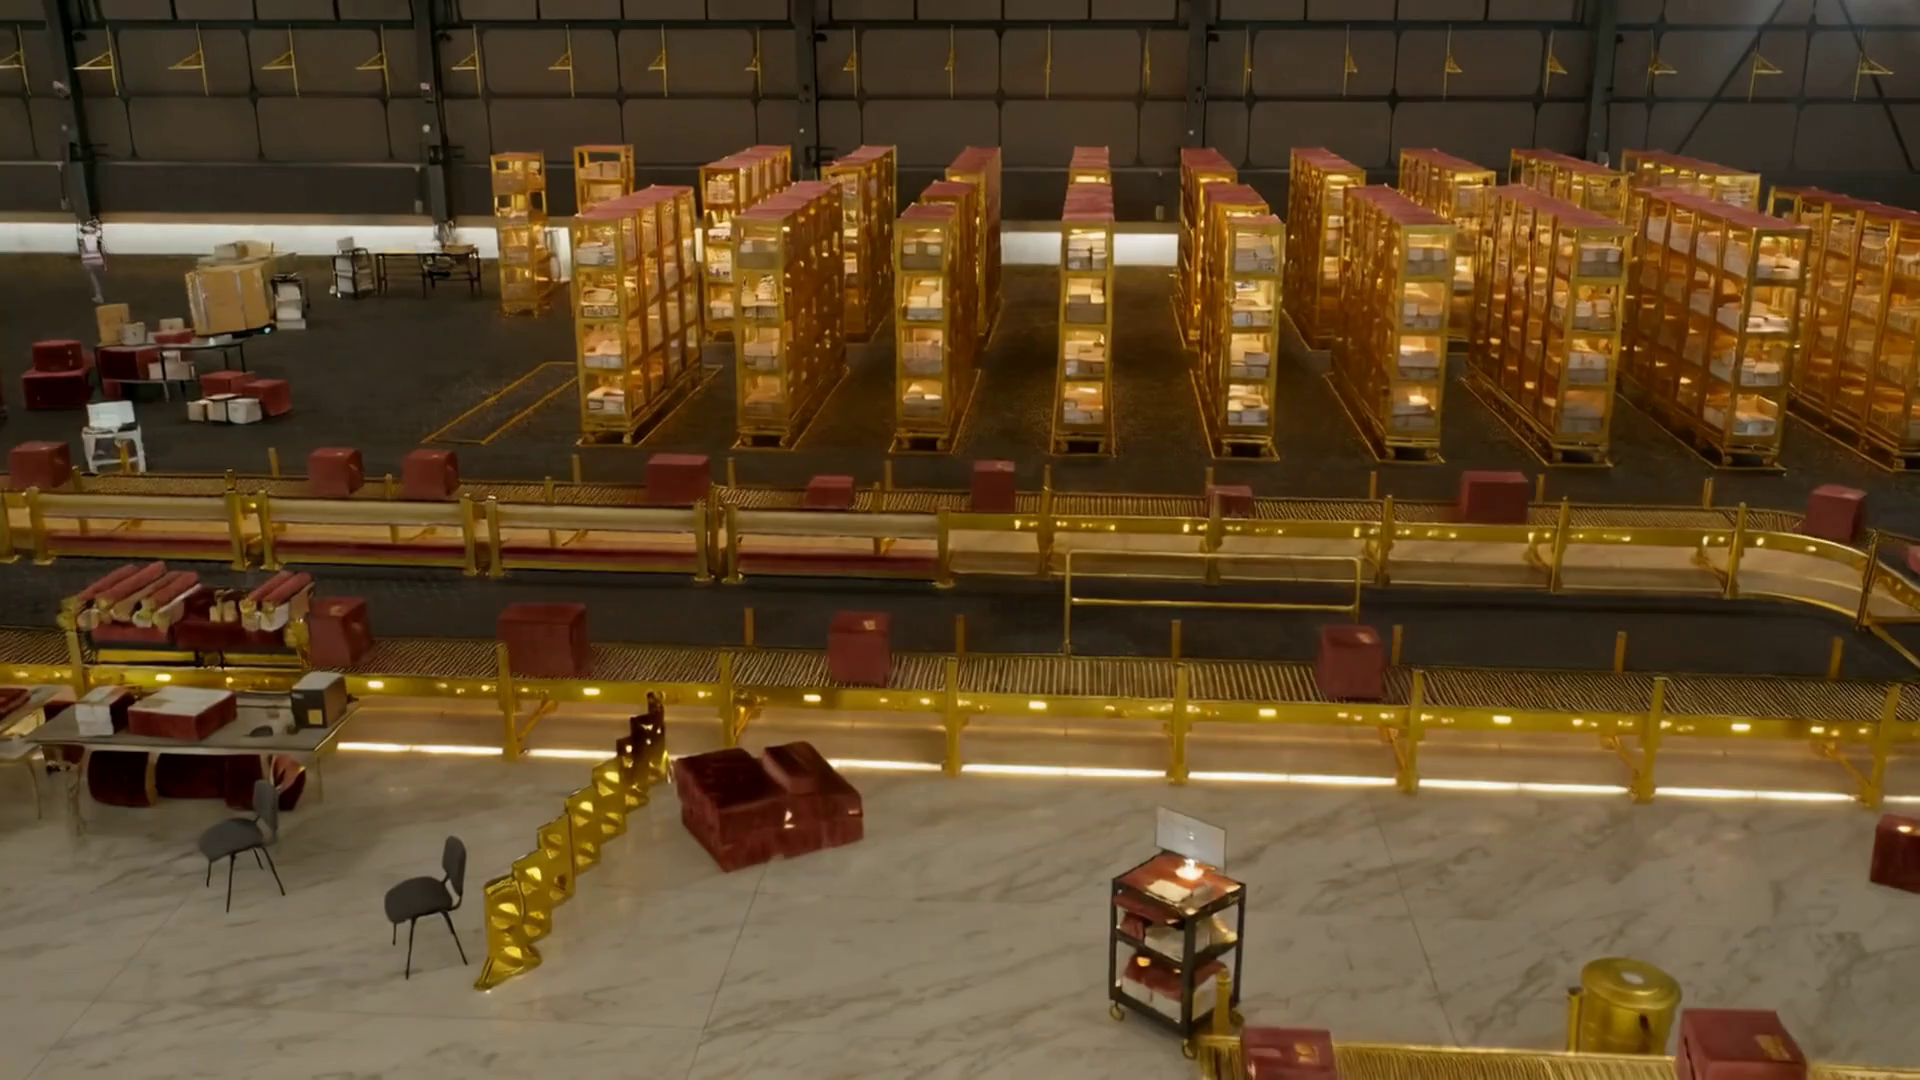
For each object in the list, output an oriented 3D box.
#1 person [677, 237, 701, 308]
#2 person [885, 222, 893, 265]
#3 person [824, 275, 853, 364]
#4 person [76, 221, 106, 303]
[{"bbox_3d":[-6.275,-6.241,38.357,0.588,1.837,0.404,16,23,41],"label":"person"},{"bbox_3d":[-1.924,-7.426,42.096,0.567,1.850,0.389,-16,23,-41],"label":"person"},{"bbox_3d":[-2.488,-4.356,32.201,0.919,1.935,0.655,-4,18,-13],"label":"person"},{"bbox_3d":[-20.453,-6.548,39.212,0.939,1.916,0.616,15,23,40],"label":"person"}]
